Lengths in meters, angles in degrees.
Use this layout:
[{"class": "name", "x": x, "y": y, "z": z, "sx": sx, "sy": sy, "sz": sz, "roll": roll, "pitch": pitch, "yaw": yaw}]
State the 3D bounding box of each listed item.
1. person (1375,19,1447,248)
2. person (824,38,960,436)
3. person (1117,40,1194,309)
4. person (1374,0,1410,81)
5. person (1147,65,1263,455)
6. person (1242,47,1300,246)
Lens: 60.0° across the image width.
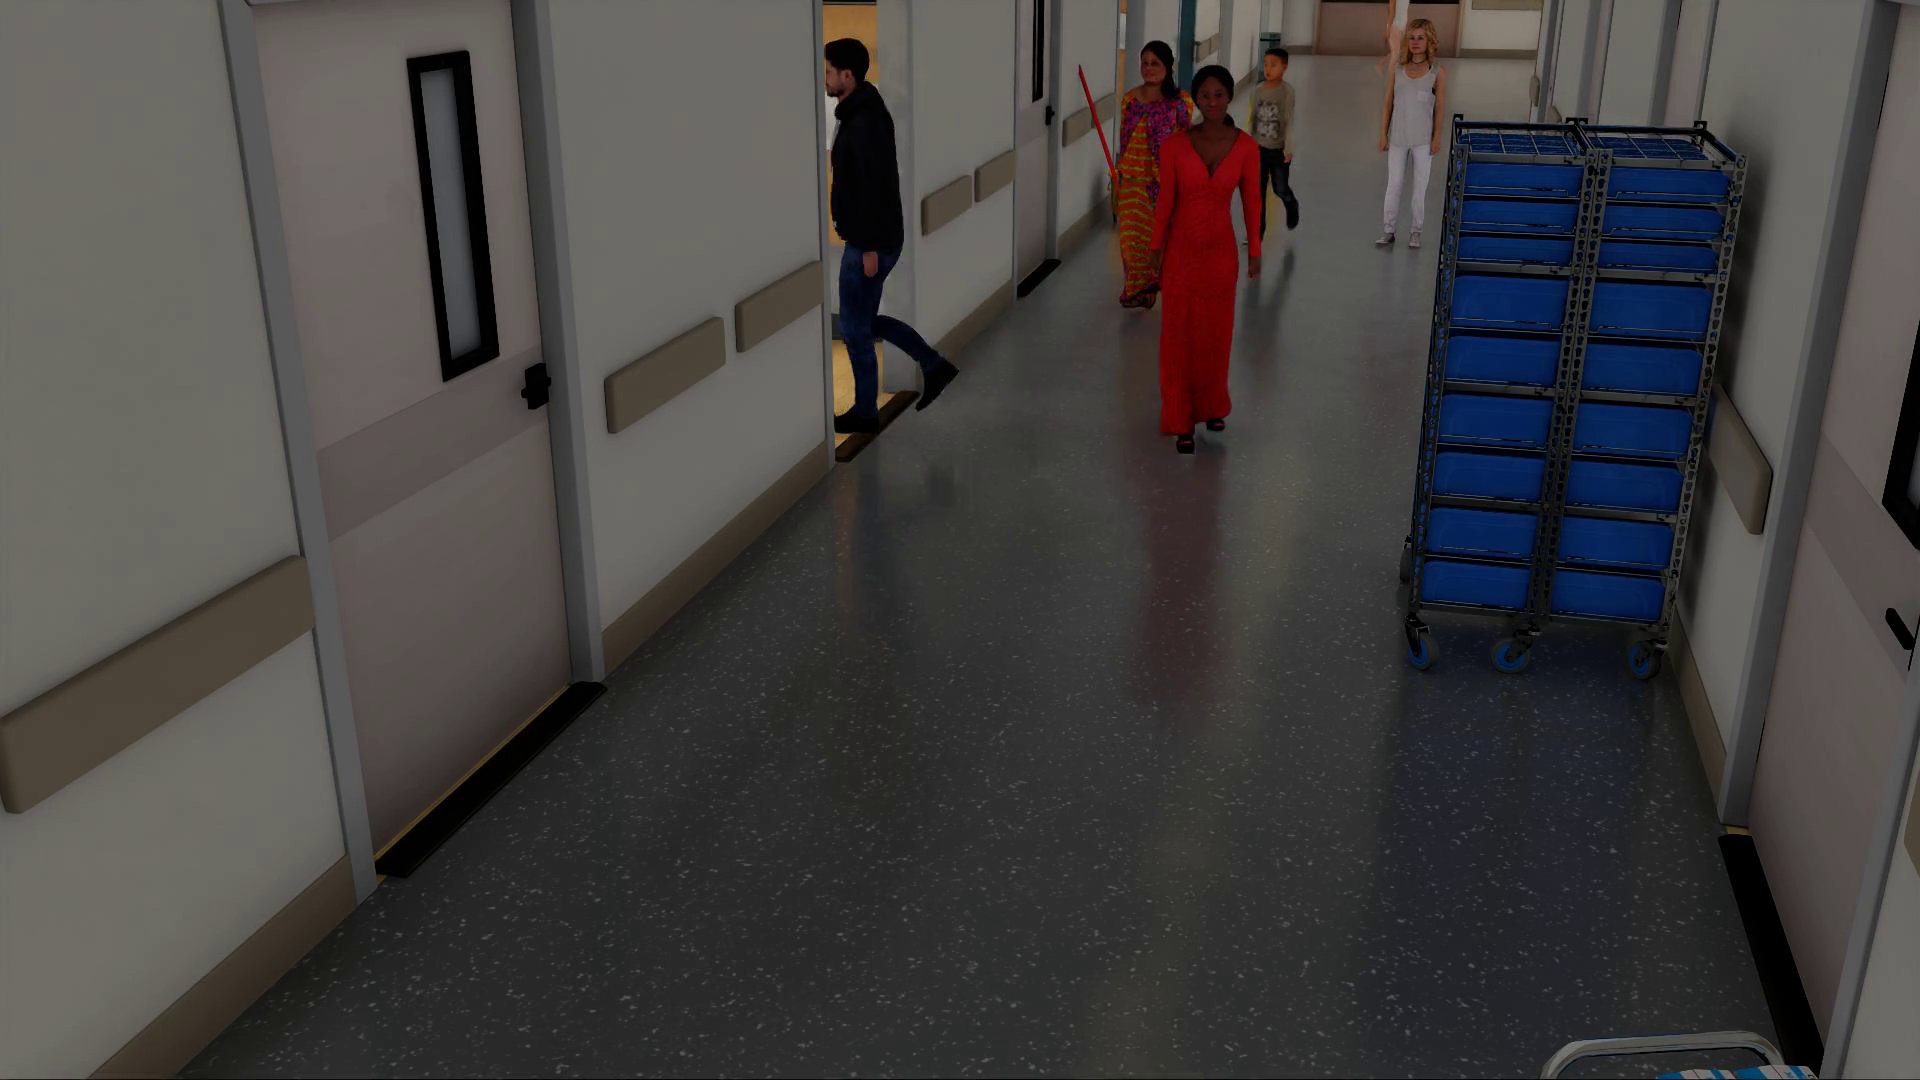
[{"class": "person", "x": 3.415, "y": -3.059, "z": 12.534, "sx": 0.643, "sy": 1.670, "sz": 0.591, "roll": 9, "pitch": 23, "yaw": 23}, {"class": "person", "x": -0.330, "y": -1.400, "z": 7.882, "sx": 0.814, "sy": 1.864, "sz": 0.900, "roll": 2, "pitch": 21, "yaw": 4}, {"class": "person", "x": 1.264, "y": -2.332, "z": 10.597, "sx": 0.715, "sy": 1.668, "sz": 1.094, "roll": 8, "pitch": 22, "yaw": 20}, {"class": "person", "x": 6.218, "y": -7.349, "z": 23.924, "sx": 0.878, "sy": 1.626, "sz": 0.889, "roll": -16, "pitch": 26, "yaw": -36}, {"class": "person", "x": 1.120, "y": -1.297, "z": 7.784, "sx": 0.863, "sy": 1.739, "sz": 1.175, "roll": -1, "pitch": 21, "yaw": -3}, {"class": "person", "x": 2.408, "y": -2.982, "z": 12.642, "sx": 0.744, "sy": 1.451, "sz": 0.916, "roll": 15, "pitch": 25, "yaw": 34}]
